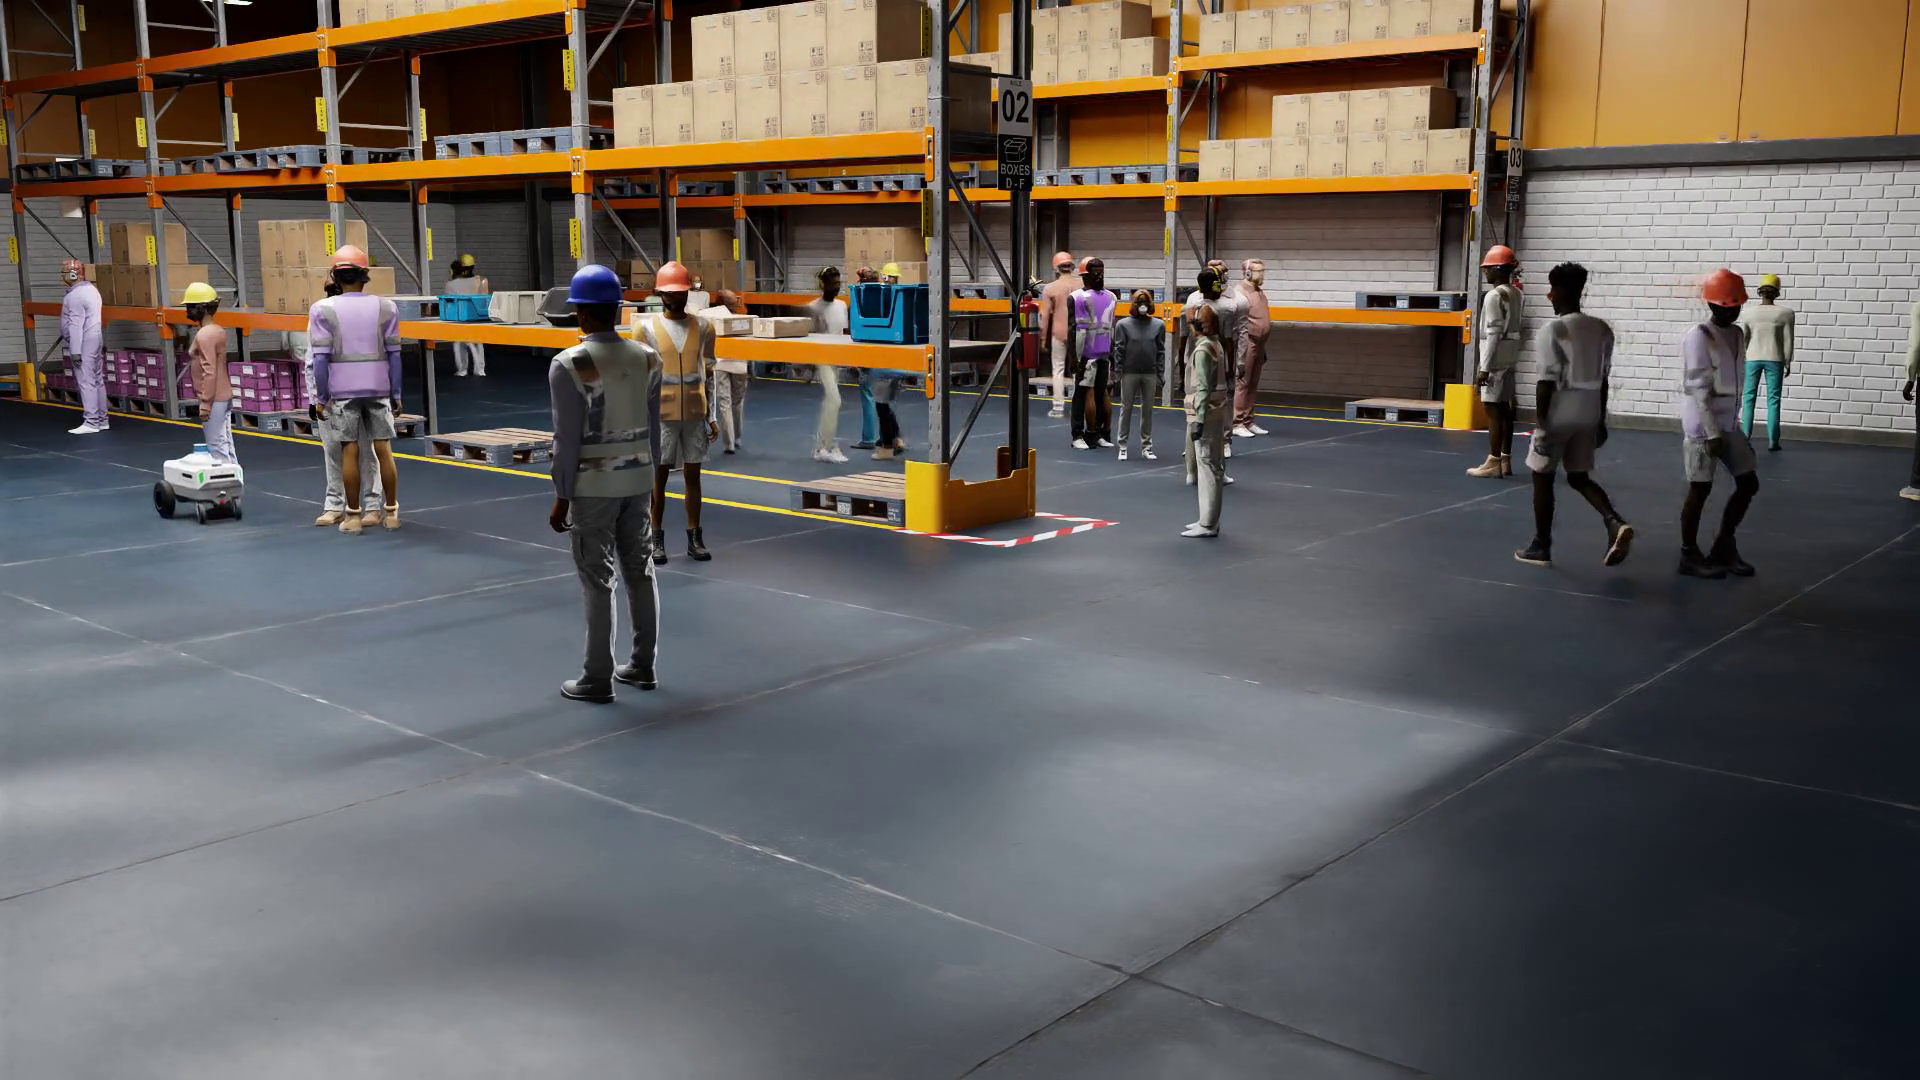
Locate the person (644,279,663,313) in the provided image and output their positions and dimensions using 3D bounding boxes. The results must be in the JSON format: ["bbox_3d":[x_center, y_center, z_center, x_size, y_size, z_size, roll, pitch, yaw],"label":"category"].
[{"bbox_3d":[-4.373,-3.065,24.449,0.504,1.616,0.594,-1,10,-8],"label":"person"}]

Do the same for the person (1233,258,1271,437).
[{"bbox_3d":[3.137,-2.069,17.929,0.410,1.913,0.642,7,12,34],"label":"person"}]

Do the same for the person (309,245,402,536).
[{"bbox_3d":[-4.259,-1.051,11.768,0.609,2.040,0.394,-6,12,-30],"label":"person"}]

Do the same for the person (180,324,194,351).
[{"bbox_3d":[-12.937,-3.708,27.545,0.603,1.809,0.683,7,12,36],"label":"person"}]

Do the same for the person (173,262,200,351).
[{"bbox_3d":[-12.364,-3.587,26.581,0.569,1.901,0.874,6,12,32],"label":"person"}]

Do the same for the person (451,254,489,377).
[{"bbox_3d":[-7.704,-3.527,26.185,0.594,1.924,0.381,-3,10,-14],"label":"person"}]

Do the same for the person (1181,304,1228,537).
[{"bbox_3d":[1.720,-0.832,11.673,0.314,1.636,0.515,3,10,18],"label":"person"}]

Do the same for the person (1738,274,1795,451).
[{"bbox_3d":[8.054,-1.775,16.665,0.523,1.769,0.324,6,11,29],"label":"person"}]

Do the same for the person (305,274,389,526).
[{"bbox_3d":[-4.468,-1.014,12.121,0.621,1.845,0.429,1,10,4],"label":"person"}]

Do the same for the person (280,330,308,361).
[{"bbox_3d":[-8.205,-2.477,20.800,0.745,1.718,0.502,9,13,40],"label":"person"}]

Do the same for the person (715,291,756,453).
[{"bbox_3d":[-2.320,-1.683,16.612,0.531,1.591,0.858,-3,10,-15],"label":"person"}]

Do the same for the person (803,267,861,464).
[{"bbox_3d":[-1.152,-1.641,15.688,0.717,1.845,0.512,7,12,36],"label":"person"}]

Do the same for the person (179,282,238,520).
[{"bbox_3d":[-5.622,-1.036,12.462,0.319,1.767,0.534,-2,10,-13],"label":"person"}]

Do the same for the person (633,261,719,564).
[{"bbox_3d":[-1.813,-0.811,10.693,0.551,1.934,0.373,-4,11,-22],"label":"person"}]

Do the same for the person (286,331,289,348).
[{"bbox_3d":[-8.905,-2.762,22.451,0.851,1.717,0.539,6,12,31],"label":"person"}]

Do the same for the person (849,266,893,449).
[{"bbox_3d":[-0.875,-1.828,16.762,0.390,1.840,0.565,9,13,42],"label":"person"}]

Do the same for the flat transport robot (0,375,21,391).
[{"bbox_3d":[-13.029,-2.188,23.274,1.431,0.197,0.652,4,11,19],"label":"flat transport robot"}]

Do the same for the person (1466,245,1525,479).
[{"bbox_3d":[4.717,-1.564,14.678,0.381,2.041,0.616,8,13,38],"label":"person"}]

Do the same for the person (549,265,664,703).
[{"bbox_3d":[-1.581,-0.246,7.448,0.387,1.948,0.605,7,12,35],"label":"person"}]

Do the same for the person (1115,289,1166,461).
[{"bbox_3d":[1.722,-1.572,15.888,0.501,1.633,0.283,-1,10,-8],"label":"person"}]

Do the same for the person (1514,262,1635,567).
[{"bbox_3d":[3.858,-0.761,10.398,0.624,1.942,0.755,-5,11,-25],"label":"person"}]

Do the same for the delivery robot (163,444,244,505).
[{"bbox_3d":[-5.676,-0.479,12.472,0.707,0.478,0.477,9,14,43],"label":"delivery robot"}]

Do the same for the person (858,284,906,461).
[{"bbox_3d":[-0.723,-1.582,15.794,0.366,1.685,0.542,6,11,29],"label":"person"}]

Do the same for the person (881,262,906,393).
[{"bbox_3d":[-0.979,-2.960,23.268,0.403,1.824,0.589,5,11,27],"label":"person"}]

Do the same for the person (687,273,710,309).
[{"bbox_3d":[-4.091,-3.320,25.845,0.507,1.633,0.278,-8,13,-38],"label":"person"}]

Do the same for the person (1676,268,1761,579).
[{"bbox_3d":[4.593,-0.679,10.038,0.565,1.899,0.565,-6,12,-32],"label":"person"}]

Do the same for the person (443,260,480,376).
[{"bbox_3d":[-7.784,-3.451,26.039,0.515,1.842,0.782,-7,12,-33],"label":"person"}]

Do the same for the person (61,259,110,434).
[{"bbox_3d":[-9.619,-2.113,18.227,0.400,1.902,0.647,-2,10,-9],"label":"person"}]

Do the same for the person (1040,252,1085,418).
[{"bbox_3d":[1.243,-2.442,19.879,0.638,1.970,0.454,-3,10,-16],"label":"person"}]

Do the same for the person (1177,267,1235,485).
[{"bbox_3d":[2.105,-1.389,14.199,0.517,1.864,0.334,5,11,27],"label":"person"}]

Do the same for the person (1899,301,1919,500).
[{"bbox_3d":[7.889,-1.303,13.324,0.611,1.997,0.375,1,10,8],"label":"person"}]

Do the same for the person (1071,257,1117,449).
[{"bbox_3d":[1.327,-1.887,16.822,0.549,1.934,0.374,-9,13,-40],"label":"person"}]

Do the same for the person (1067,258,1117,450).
[{"bbox_3d":[1.331,-1.874,16.796,0.598,1.917,0.378,-6,12,-33],"label":"person"}]

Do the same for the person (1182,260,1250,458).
[{"bbox_3d":[2.448,-1.740,16.069,0.637,1.911,0.403,4,11,22],"label":"person"}]

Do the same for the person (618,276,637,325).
[{"bbox_3d":[-4.005,-2.247,19.553,0.319,1.695,0.539,7,12,34],"label":"person"}]

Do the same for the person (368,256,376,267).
[{"bbox_3d":[-10.791,-4.256,30.503,0.606,1.871,1.008,2,10,13],"label":"person"}]
